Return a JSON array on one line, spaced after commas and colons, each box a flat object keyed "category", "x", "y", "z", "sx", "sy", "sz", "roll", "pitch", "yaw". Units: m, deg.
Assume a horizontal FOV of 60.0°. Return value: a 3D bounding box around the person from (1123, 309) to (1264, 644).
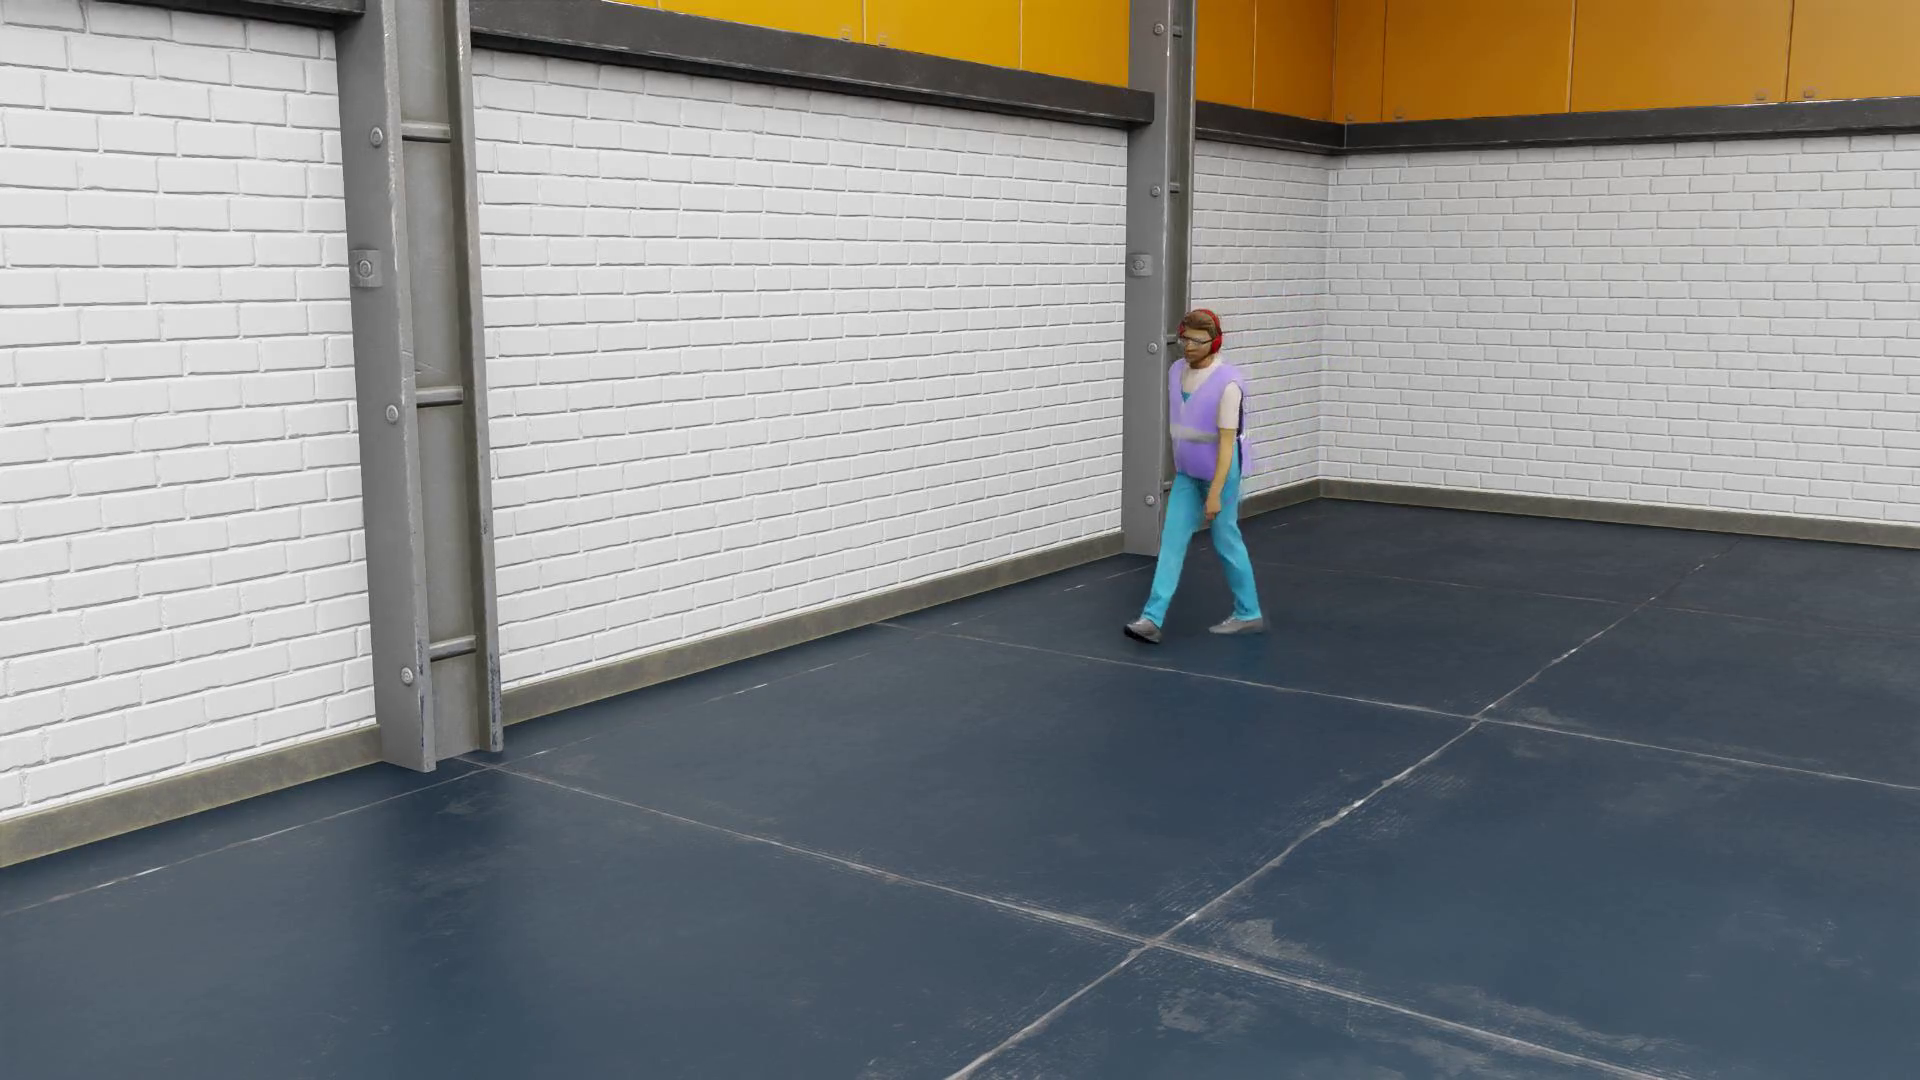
[{"category": "person", "x": 1.250, "y": -0.321, "z": 8.749, "sx": 0.960, "sy": 1.771, "sz": 0.643, "roll": -6, "pitch": 11, "yaw": -31}]
